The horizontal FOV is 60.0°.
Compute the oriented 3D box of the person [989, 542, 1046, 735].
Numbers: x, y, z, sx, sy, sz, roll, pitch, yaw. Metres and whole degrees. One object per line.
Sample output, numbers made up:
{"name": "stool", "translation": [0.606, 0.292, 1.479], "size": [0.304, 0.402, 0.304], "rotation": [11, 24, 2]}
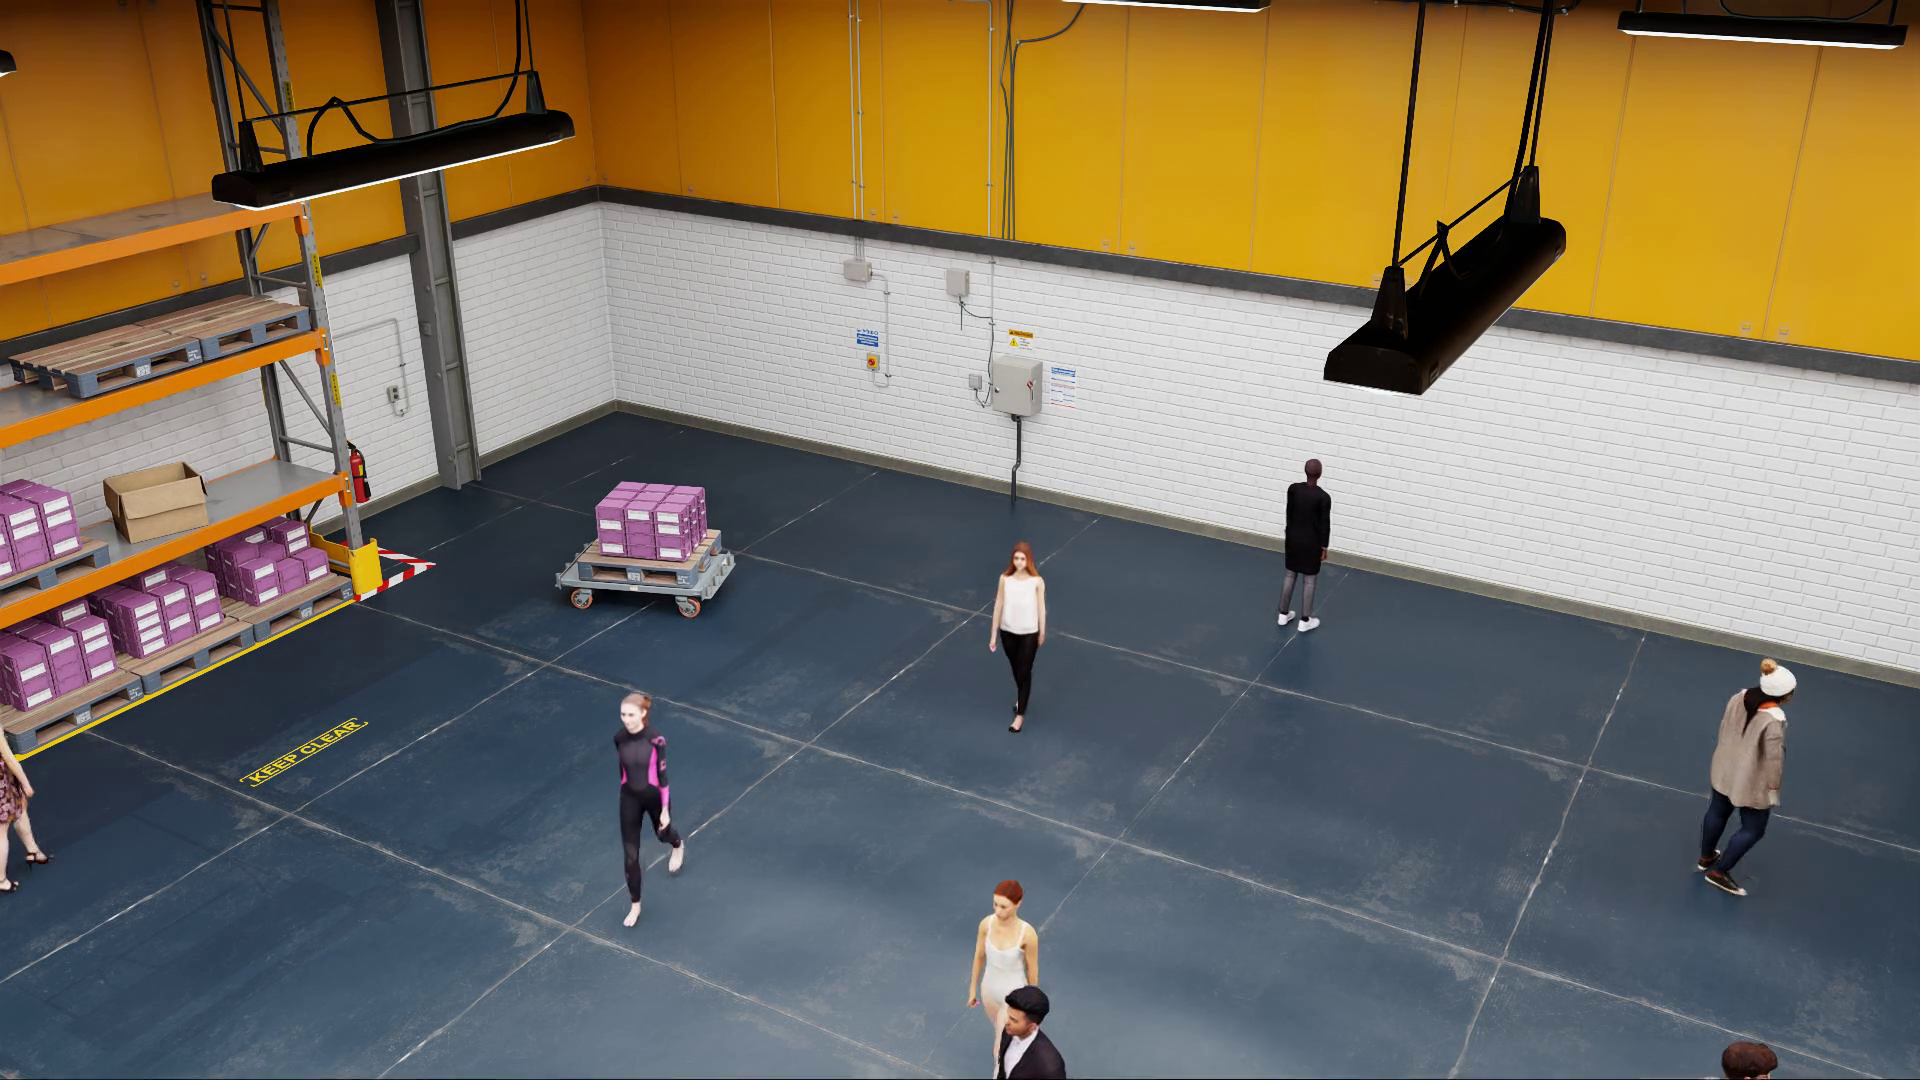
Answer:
{"name": "person", "translation": [0.542, 0.784, 14.638], "size": [0.678, 1.689, 1.017], "rotation": [9, 25, 20]}

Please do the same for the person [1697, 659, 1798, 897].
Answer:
{"name": "person", "translation": [5.784, 1.693, 12.308], "size": [0.956, 1.891, 0.901], "rotation": [-11, 26, -23]}

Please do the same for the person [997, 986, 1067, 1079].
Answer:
{"name": "person", "translation": [0.467, 3.172, 8.995], "size": [1.334, 1.834, 1.220], "rotation": [-8, 25, -18]}

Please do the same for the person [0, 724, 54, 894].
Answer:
{"name": "person", "translation": [-7.095, 1.849, 12.121], "size": [0.670, 1.753, 0.784], "rotation": [11, 26, 23]}

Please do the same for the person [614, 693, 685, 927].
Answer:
{"name": "person", "translation": [-2.250, 1.876, 12.116], "size": [0.855, 1.708, 1.193], "rotation": [3, 24, 7]}

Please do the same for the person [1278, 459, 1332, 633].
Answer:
{"name": "person", "translation": [3.361, 0.035, 16.263], "size": [0.678, 1.761, 0.614], "rotation": [19, 30, 37]}

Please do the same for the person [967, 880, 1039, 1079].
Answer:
{"name": "person", "translation": [0.320, 2.762, 10.216], "size": [0.565, 1.606, 1.042], "rotation": [14, 27, 28]}
